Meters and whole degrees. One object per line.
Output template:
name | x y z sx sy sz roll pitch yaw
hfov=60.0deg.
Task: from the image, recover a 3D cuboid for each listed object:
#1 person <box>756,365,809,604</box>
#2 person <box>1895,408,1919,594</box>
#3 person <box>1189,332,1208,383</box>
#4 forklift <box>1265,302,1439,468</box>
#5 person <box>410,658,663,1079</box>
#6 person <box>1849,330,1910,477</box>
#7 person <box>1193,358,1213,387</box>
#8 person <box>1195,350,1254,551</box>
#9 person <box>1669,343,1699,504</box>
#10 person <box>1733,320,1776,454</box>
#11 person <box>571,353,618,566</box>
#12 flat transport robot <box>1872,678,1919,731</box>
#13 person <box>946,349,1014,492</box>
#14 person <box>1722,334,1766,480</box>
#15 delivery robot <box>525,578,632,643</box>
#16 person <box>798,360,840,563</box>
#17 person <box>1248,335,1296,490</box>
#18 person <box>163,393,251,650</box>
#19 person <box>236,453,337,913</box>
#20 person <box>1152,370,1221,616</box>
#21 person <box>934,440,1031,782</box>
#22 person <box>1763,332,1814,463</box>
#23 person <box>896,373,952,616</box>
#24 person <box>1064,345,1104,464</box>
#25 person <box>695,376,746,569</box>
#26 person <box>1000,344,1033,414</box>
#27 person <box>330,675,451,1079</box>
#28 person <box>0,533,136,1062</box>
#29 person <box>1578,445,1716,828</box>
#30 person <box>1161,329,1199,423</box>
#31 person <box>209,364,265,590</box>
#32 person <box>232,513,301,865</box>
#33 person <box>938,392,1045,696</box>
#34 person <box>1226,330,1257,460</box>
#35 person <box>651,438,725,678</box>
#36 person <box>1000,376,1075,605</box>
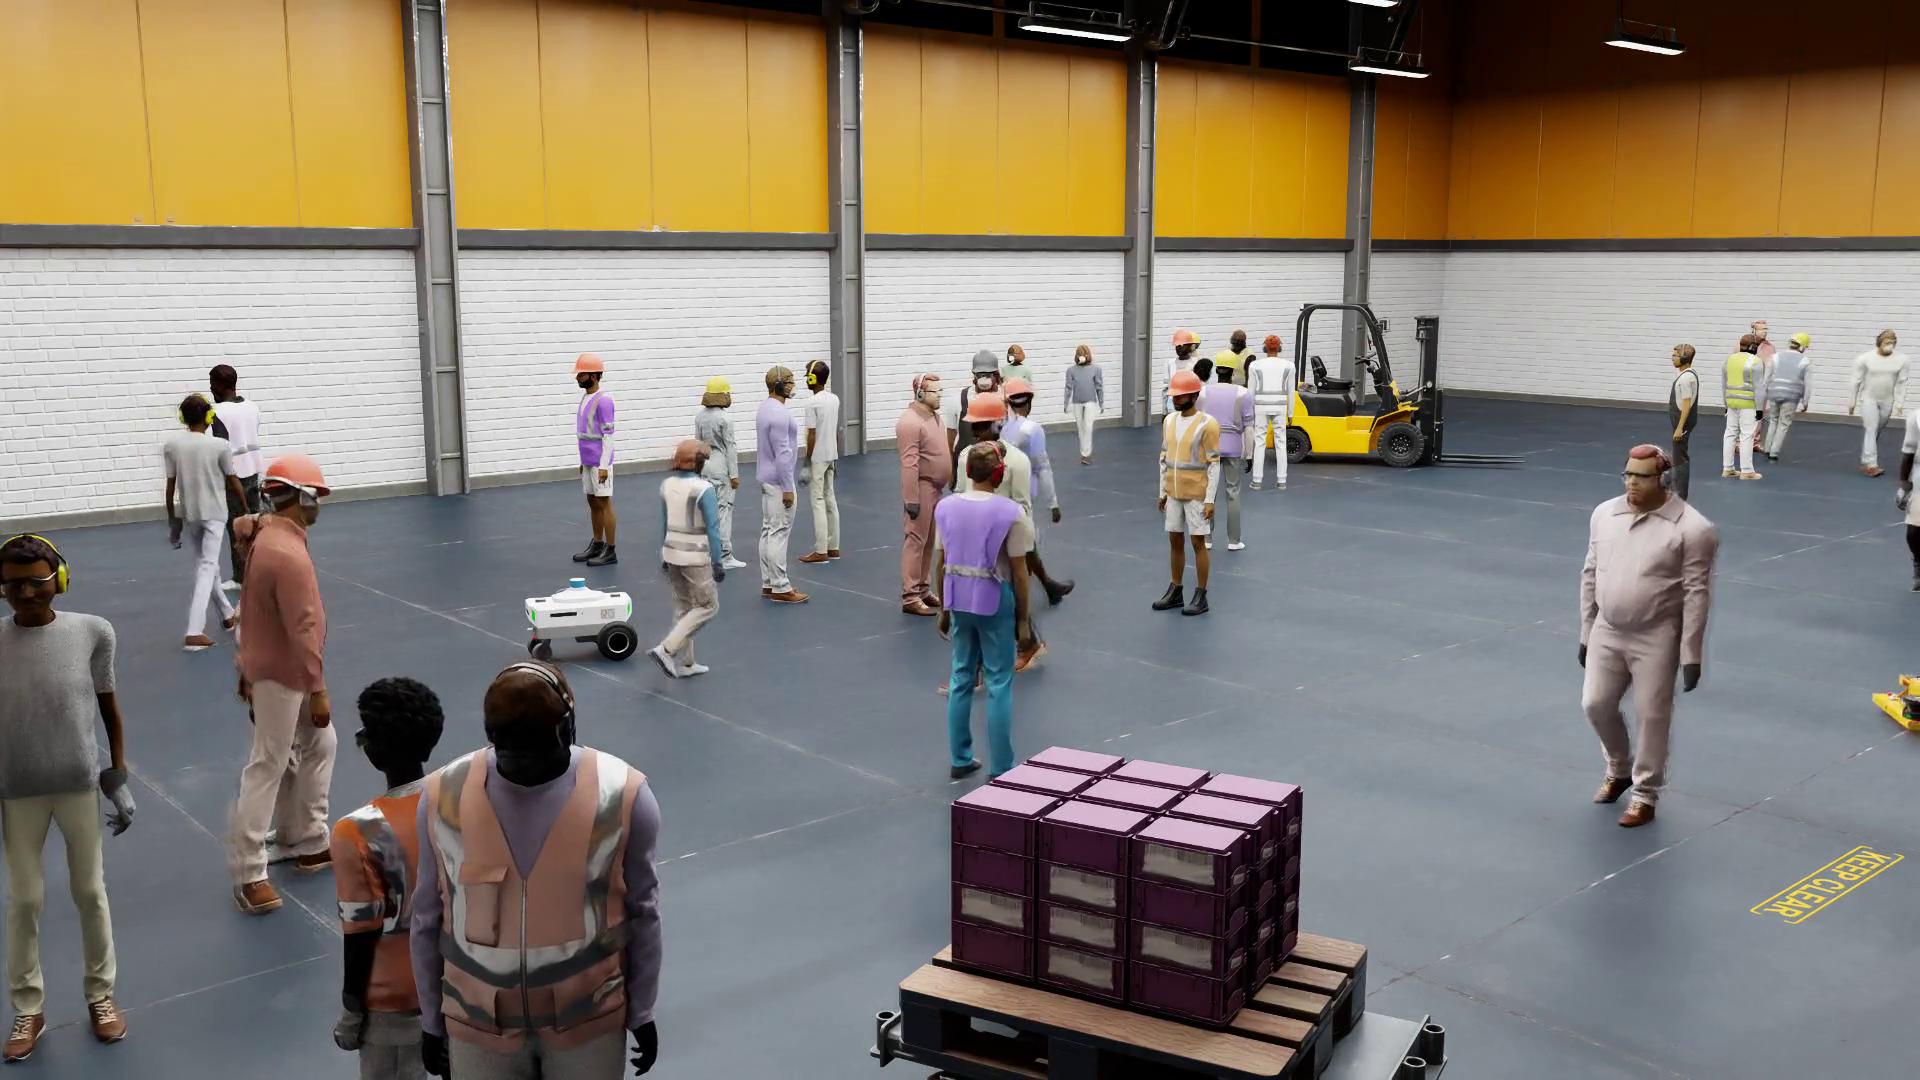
person | -1.469 -0.452 13.529 0.373 1.940 0.628 -3 10 -19
person | 7.873 -0.429 13.334 0.637 1.953 0.562 6 11 32
person | 3.209 -2.006 23.134 0.522 1.769 0.311 9 13 42
forklift | 5.320 -2.157 22.763 2.313 2.155 1.214 3 10 16
person | -1.058 1.197 4.181 0.621 1.837 0.429 -1 10 -7
person | 11.796 -1.758 21.399 0.631 1.880 1.021 2 10 9
person | 2.739 -1.254 19.027 0.536 1.663 0.829 7 12 37
person | 2.509 -0.853 15.909 0.594 1.925 0.378 3 10 15
person | 8.061 -1.273 18.608 0.331 1.844 0.520 5 11 26
person | 11.349 -2.182 23.739 0.641 1.913 0.407 -2 10 -13
person | -3.340 -0.730 15.158 0.360 1.939 0.543 -7 12 -34
flat transport robot | 6.319 1.001 9.900 1.431 0.197 0.652 2 10 12
person | 0.213 -0.593 14.057 0.676 2.000 0.536 1 10 4
person | 9.930 -1.684 21.047 0.429 1.839 0.623 -4 10 -20
delivery robot | -2.677 0.510 11.667 0.707 0.478 0.477 -4 10 -20
person | -1.292 -0.719 15.302 0.317 1.867 0.522 5 11 26
person | 3.754 -1.538 20.091 0.570 1.877 0.353 1 10 4
person | -5.471 -0.156 12.146 0.543 1.816 0.970 1 10 5
person | -2.990 0.608 7.355 0.540 1.942 0.759 -4 10 -21
person | 1.767 -0.371 13.070 0.376 1.932 0.551 -9 13 -42
person | 0.109 0.391 8.868 0.567 1.845 0.383 6 12 33
person | 11.280 -1.937 22.675 0.585 1.785 0.658 -8 13 -41
person | -0.263 -0.368 13.136 0.403 1.906 0.652 3 10 17
person | 1.645 -1.818 22.467 0.532 1.603 0.746 4 10 20
person | -2.175 -0.612 15.039 0.494 1.743 0.302 8 13 39
person | 0.745 -1.815 22.403 0.507 1.633 0.276 6 12 34
person | -1.488 1.201 4.554 0.318 1.699 0.535 5 11 26
person | -3.217 0.892 5.880 0.534 1.864 0.310 -5 11 -27
person | 3.384 0.468 8.269 0.480 1.897 0.679 -8 12 -39
person | 2.677 -1.569 20.070 0.551 1.936 0.357 6 11 32
person | -6.099 -0.526 14.052 0.397 1.911 0.587 1 10 9
person | -3.206 0.683 7.757 0.307 1.640 0.519 -2 10 -13
person | 0.239 -0.009 10.916 1.011 1.954 0.640 -9 13 -42
person | 3.882 -2.014 23.096 0.531 1.802 0.661 -5 11 -28
person | -1.824 0.145 10.938 0.570 1.621 0.489 9 13 41
person | 0.528 -0.346 13.110 1.017 1.858 0.609 -7 12 -36
